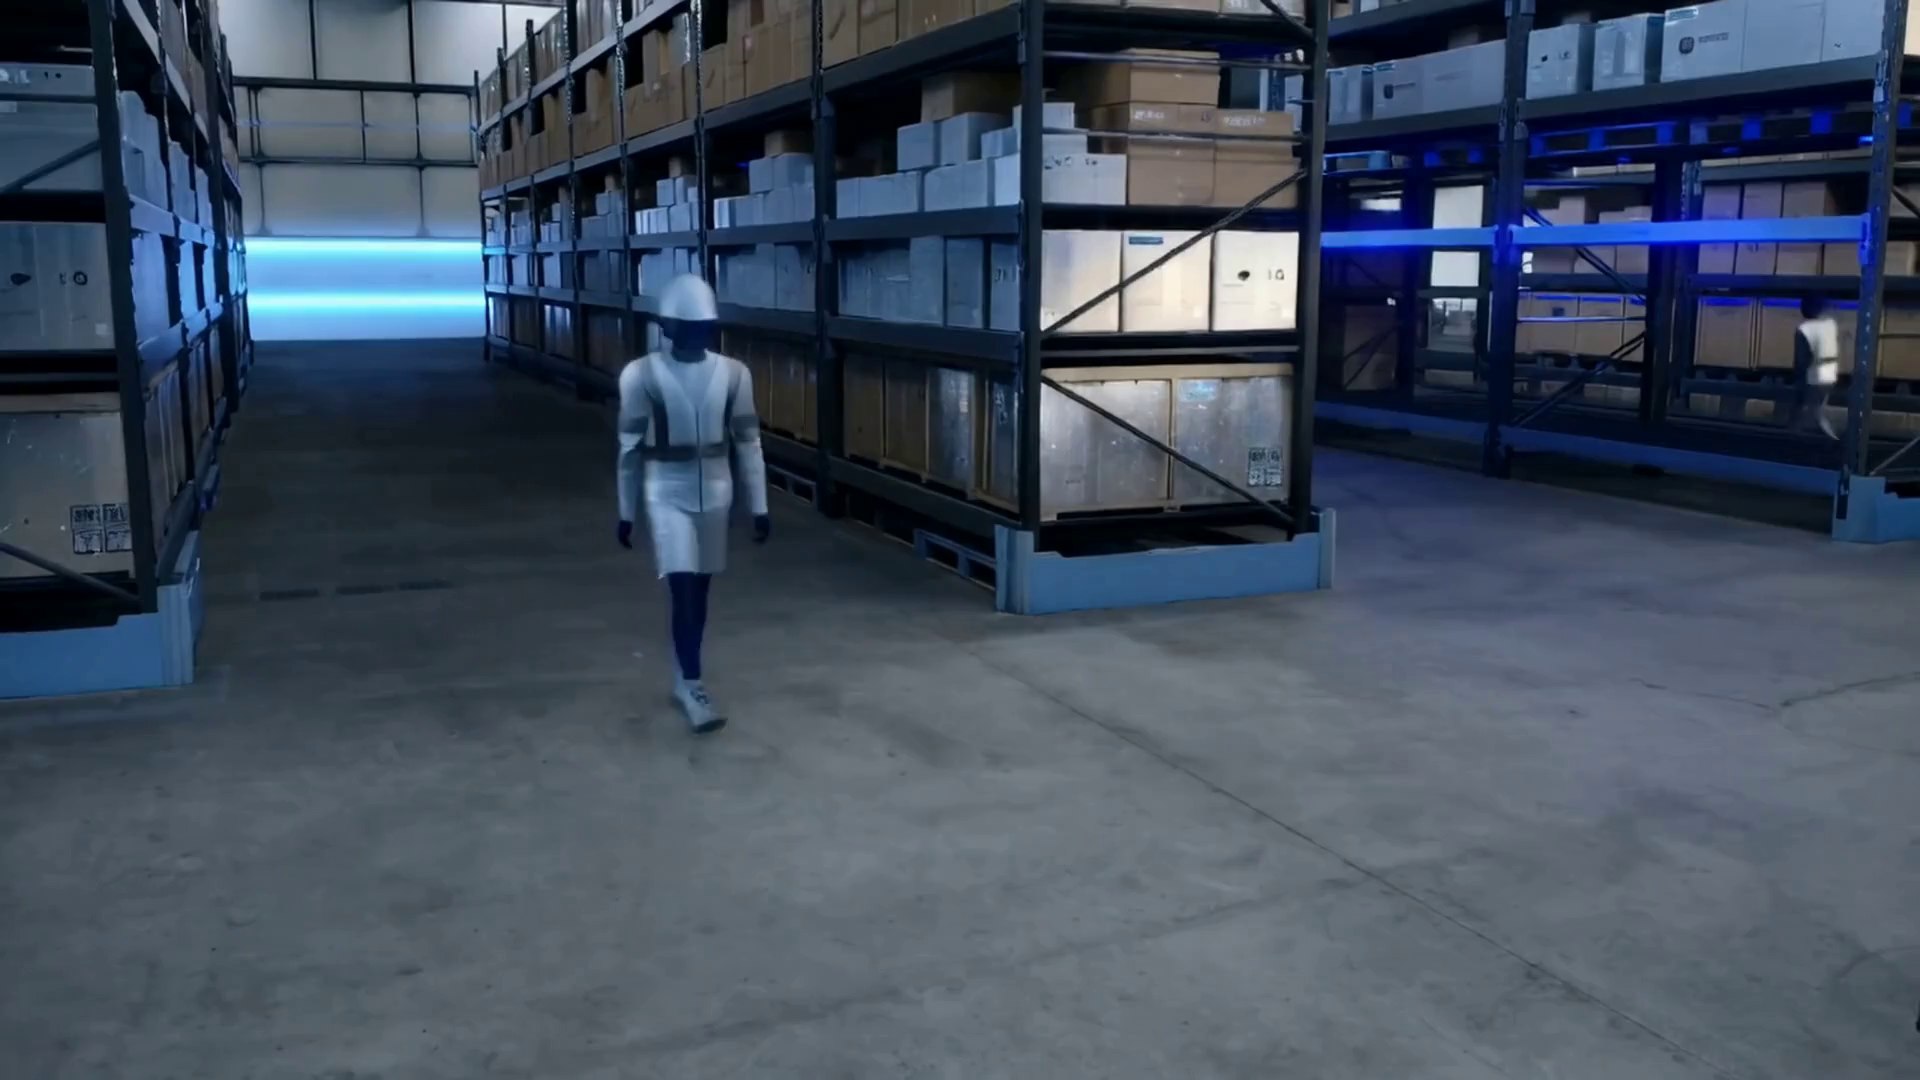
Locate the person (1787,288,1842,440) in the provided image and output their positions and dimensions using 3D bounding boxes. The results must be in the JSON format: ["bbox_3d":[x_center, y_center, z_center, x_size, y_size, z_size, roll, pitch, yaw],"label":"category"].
[{"bbox_3d":[8.259,-1.506,16.032,0.582,1.829,0.712,-5,11,-25],"label":"person"}]

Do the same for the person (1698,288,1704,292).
[{"bbox_3d":[17.733,-5.562,40.139,0.459,1.886,0.662,5,11,28],"label":"person"}]

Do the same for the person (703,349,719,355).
[{"bbox_3d":[-1.985,-0.864,12.449,0.528,1.742,0.704,-5,11,-27],"label":"person"}]

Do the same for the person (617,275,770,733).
[{"bbox_3d":[-1.140,-0.151,7.369,0.641,2.004,0.953,-5,11,-28],"label":"person"}]

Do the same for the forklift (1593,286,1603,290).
[{"bbox_3d":[11.684,-4.525,30.970,1.873,2.768,1.129,1,10,7],"label":"forklift"}]
